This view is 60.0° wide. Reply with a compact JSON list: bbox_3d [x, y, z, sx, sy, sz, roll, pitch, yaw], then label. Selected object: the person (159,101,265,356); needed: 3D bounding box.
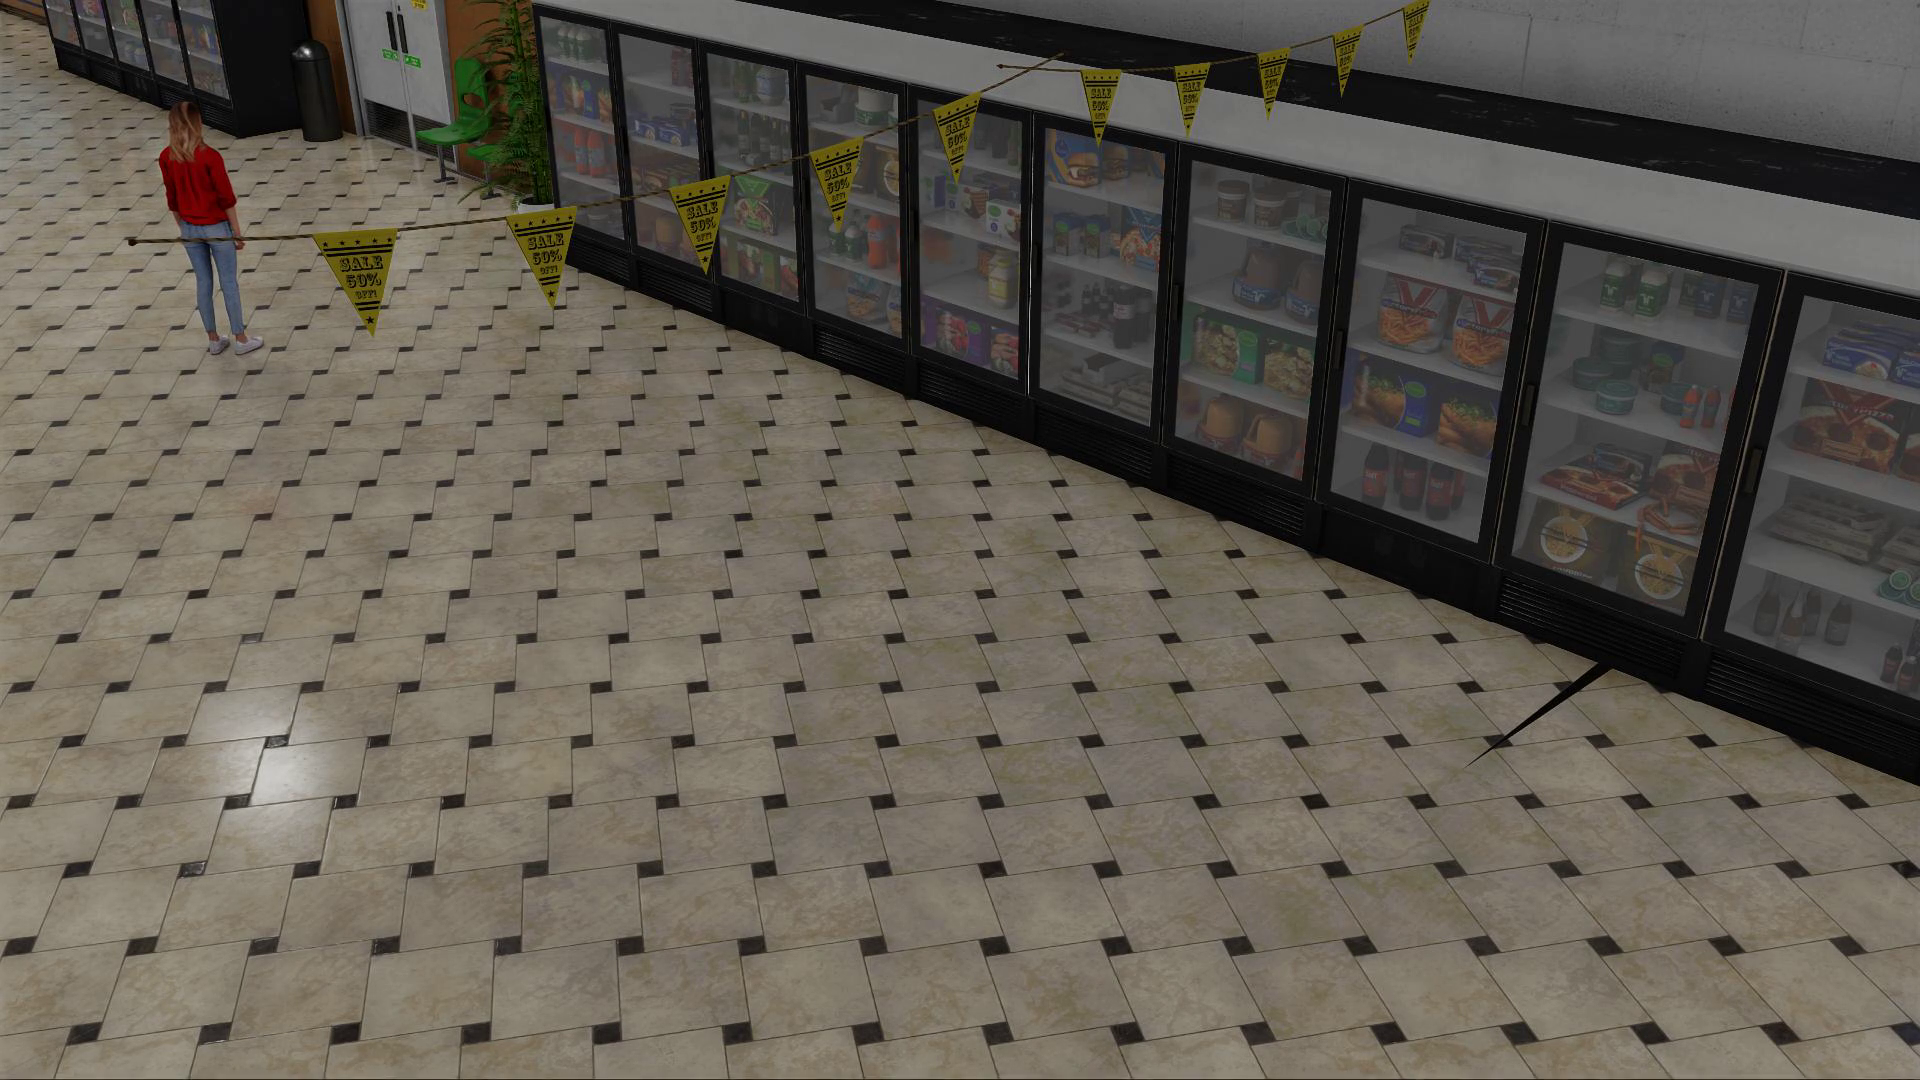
[{"bbox_3d":[-5.047,-2.075,11.143,0.684,1.704,0.716,3,27,5],"label":"person"}]
